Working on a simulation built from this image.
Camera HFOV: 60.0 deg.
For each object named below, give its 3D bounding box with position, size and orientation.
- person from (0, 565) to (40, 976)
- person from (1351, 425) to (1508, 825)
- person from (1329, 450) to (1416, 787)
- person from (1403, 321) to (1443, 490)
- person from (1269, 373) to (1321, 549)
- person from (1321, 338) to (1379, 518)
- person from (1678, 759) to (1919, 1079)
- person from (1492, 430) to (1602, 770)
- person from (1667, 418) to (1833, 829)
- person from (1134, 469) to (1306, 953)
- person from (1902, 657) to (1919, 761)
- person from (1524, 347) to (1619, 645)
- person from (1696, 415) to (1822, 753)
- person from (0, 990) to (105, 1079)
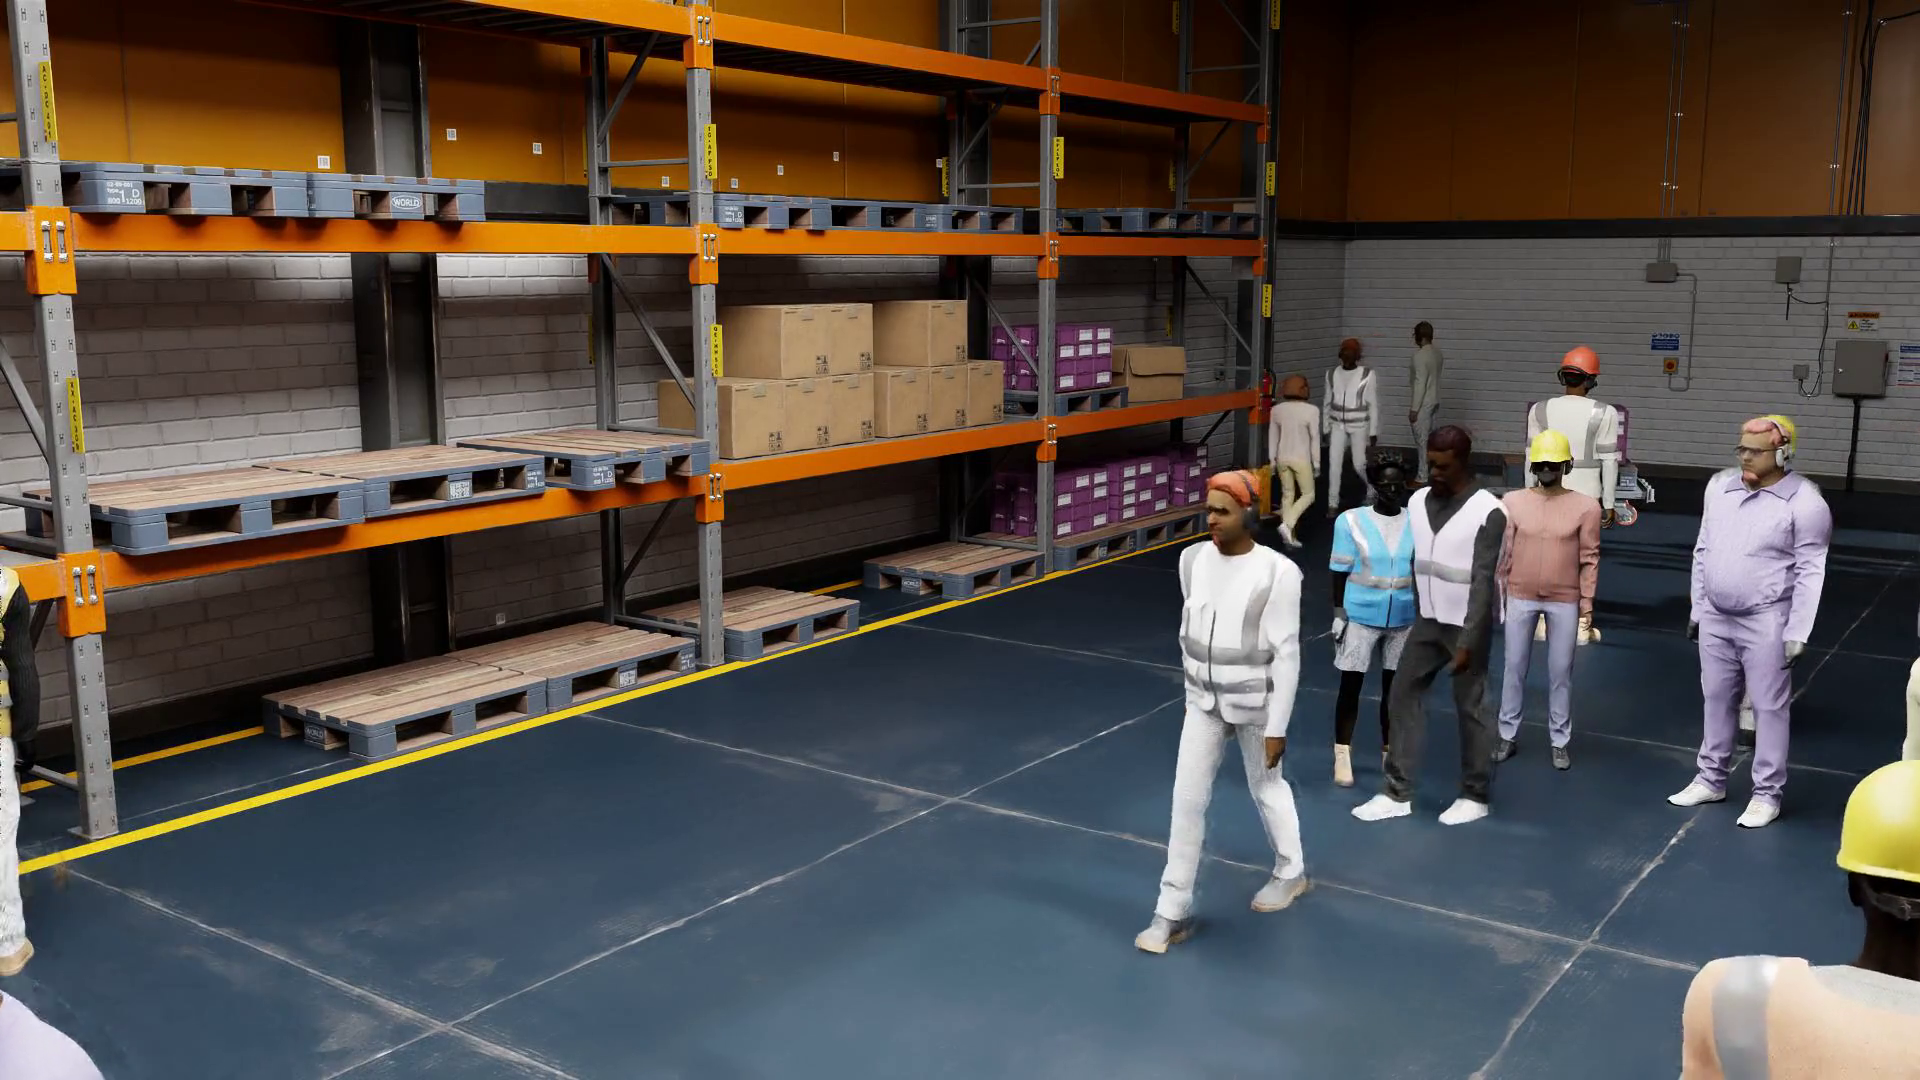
[{"bbox_3d":[-3.686,0.710,6.049,0.622,1.836,0.431,-5,11,-27],"label":"person"},{"bbox_3d":[2.192,0.416,7.641,0.776,1.880,0.594,-6,11,-31],"label":"person"},{"bbox_3d":[2.102,0.393,8.320,0.529,1.697,0.321,-1,10,-4],"label":"person"},{"bbox_3d":[5.321,-1.533,19.083,0.372,1.936,0.629,7,12,36],"label":"person"},{"bbox_3d":[3.001,-0.698,15.018,0.513,1.620,0.482,8,13,41],"label":"person"},{"bbox_3d":[4.062,-1.171,17.191,0.598,1.858,0.855,7,12,34],"label":"person"},{"bbox_3d":[1.383,1.269,2.580,0.580,1.882,0.988,6,11,31],"label":"person"},{"bbox_3d":[3.021,0.309,8.620,0.530,1.768,0.312,4,10,24],"label":"person"},{"bbox_3d":[3.683,0.378,7.789,0.411,1.908,0.643,-5,11,-28],"label":"person"},{"bbox_3d":[1.084,0.634,6.487,0.593,1.838,0.976,9,13,44],"label":"person"},{"bbox_3d":[3.073,0.904,4.865,0.403,1.837,0.591,-8,12,-39],"label":"person"},{"bbox_3d":[4.206,-0.305,11.451,0.614,2.040,0.391,7,12,35],"label":"person"},{"bbox_3d":[4.317,0.217,9.037,0.608,1.809,0.594,5,11,25],"label":"person"},{"bbox_3d":[-1.387,1.319,2.201,0.654,1.894,0.969,8,12,39],"label":"person"}]
